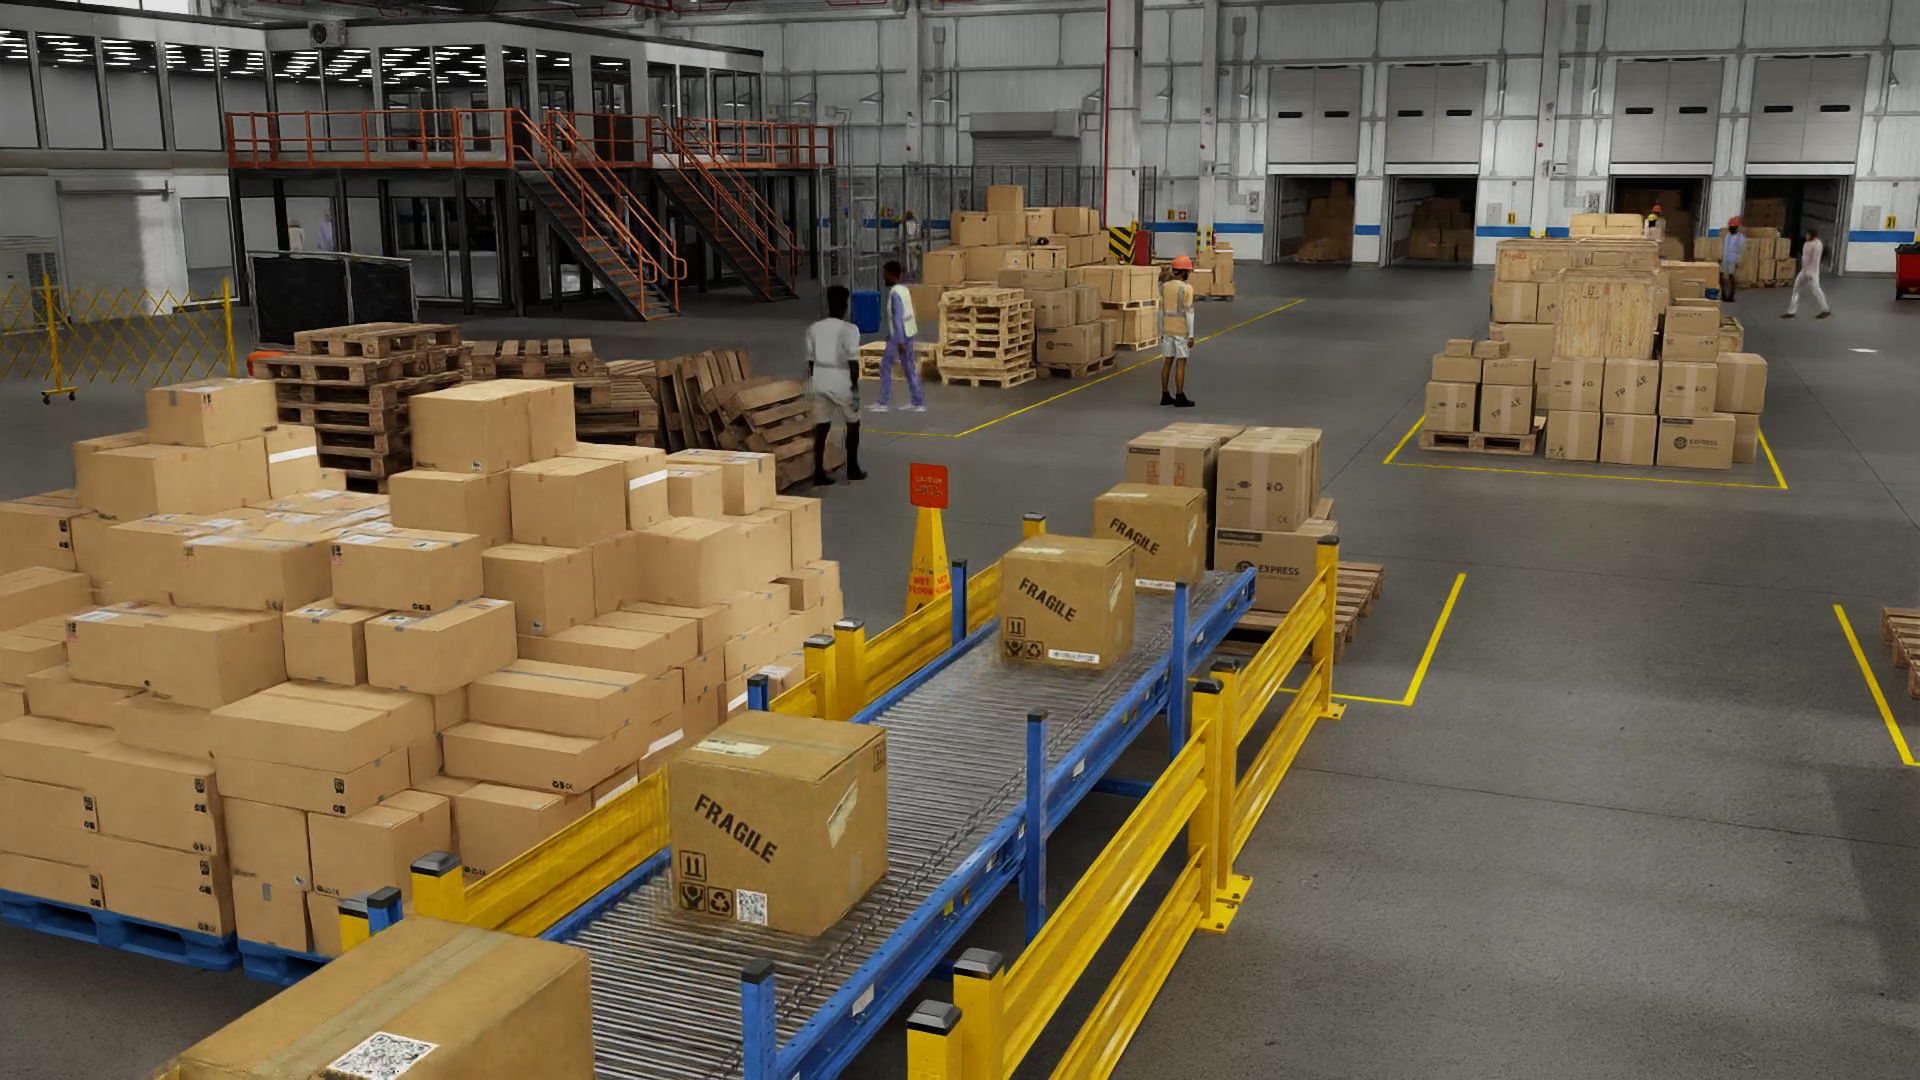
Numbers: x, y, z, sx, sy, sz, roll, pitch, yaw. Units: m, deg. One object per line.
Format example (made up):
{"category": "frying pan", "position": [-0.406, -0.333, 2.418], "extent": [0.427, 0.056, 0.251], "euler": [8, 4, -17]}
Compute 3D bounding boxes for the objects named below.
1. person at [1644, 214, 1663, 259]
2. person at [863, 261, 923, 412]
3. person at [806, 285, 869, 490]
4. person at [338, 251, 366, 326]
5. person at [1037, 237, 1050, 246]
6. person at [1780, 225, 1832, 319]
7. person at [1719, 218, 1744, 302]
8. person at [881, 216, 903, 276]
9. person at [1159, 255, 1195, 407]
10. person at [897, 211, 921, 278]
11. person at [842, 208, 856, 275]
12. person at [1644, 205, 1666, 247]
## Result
{"category": "person", "position": [17.508, -7.286, 42.067], "extent": [0.592, 1.913, 0.534], "euler": [-6, 14, -26]}
{"category": "person", "position": [-0.855, -2.540, 20.835], "extent": [0.863, 1.884, 0.607], "euler": [2, 13, 9]}
{"category": "person", "position": [-1.132, -1.464, 15.888], "extent": [0.651, 1.930, 0.806], "euler": [8, 15, 30]}
{"category": "person", "position": [-9.537, -3.674, 26.215], "extent": [0.593, 1.745, 0.534], "euler": [7, 15, 30]}
{"category": "person", "position": [1.460, -4.549, 30.022], "extent": [1.007, 1.806, 0.537], "euler": [-4, 13, -19]}
{"category": "person", "position": [17.336, -5.441, 33.829], "extent": [0.995, 1.900, 0.643], "euler": [0, 13, -1]}
{"category": "person", "position": [17.588, -6.398, 38.058], "extent": [0.613, 1.915, 0.587], "euler": [-4, 13, -19]}
{"category": "person", "position": [-1.816, -8.337, 47.272], "extent": [0.854, 1.690, 0.490], "euler": [-5, 14, -23]}
{"category": "person", "position": [2.801, -2.673, 21.312], "extent": [0.369, 1.933, 0.551], "euler": [-10, 16, -37]}
{"category": "person", "position": [-1.421, -8.262, 46.546], "extent": [0.617, 1.865, 0.471], "euler": [-4, 13, -17]}
{"category": "person", "position": [-3.192, -8.658, 48.127], "extent": [0.380, 1.951, 0.605], "euler": [4, 13, 18]}
{"category": "person", "position": [19.848, -8.558, 47.574], "extent": [0.610, 1.995, 0.375], "euler": [1, 13, 3]}
